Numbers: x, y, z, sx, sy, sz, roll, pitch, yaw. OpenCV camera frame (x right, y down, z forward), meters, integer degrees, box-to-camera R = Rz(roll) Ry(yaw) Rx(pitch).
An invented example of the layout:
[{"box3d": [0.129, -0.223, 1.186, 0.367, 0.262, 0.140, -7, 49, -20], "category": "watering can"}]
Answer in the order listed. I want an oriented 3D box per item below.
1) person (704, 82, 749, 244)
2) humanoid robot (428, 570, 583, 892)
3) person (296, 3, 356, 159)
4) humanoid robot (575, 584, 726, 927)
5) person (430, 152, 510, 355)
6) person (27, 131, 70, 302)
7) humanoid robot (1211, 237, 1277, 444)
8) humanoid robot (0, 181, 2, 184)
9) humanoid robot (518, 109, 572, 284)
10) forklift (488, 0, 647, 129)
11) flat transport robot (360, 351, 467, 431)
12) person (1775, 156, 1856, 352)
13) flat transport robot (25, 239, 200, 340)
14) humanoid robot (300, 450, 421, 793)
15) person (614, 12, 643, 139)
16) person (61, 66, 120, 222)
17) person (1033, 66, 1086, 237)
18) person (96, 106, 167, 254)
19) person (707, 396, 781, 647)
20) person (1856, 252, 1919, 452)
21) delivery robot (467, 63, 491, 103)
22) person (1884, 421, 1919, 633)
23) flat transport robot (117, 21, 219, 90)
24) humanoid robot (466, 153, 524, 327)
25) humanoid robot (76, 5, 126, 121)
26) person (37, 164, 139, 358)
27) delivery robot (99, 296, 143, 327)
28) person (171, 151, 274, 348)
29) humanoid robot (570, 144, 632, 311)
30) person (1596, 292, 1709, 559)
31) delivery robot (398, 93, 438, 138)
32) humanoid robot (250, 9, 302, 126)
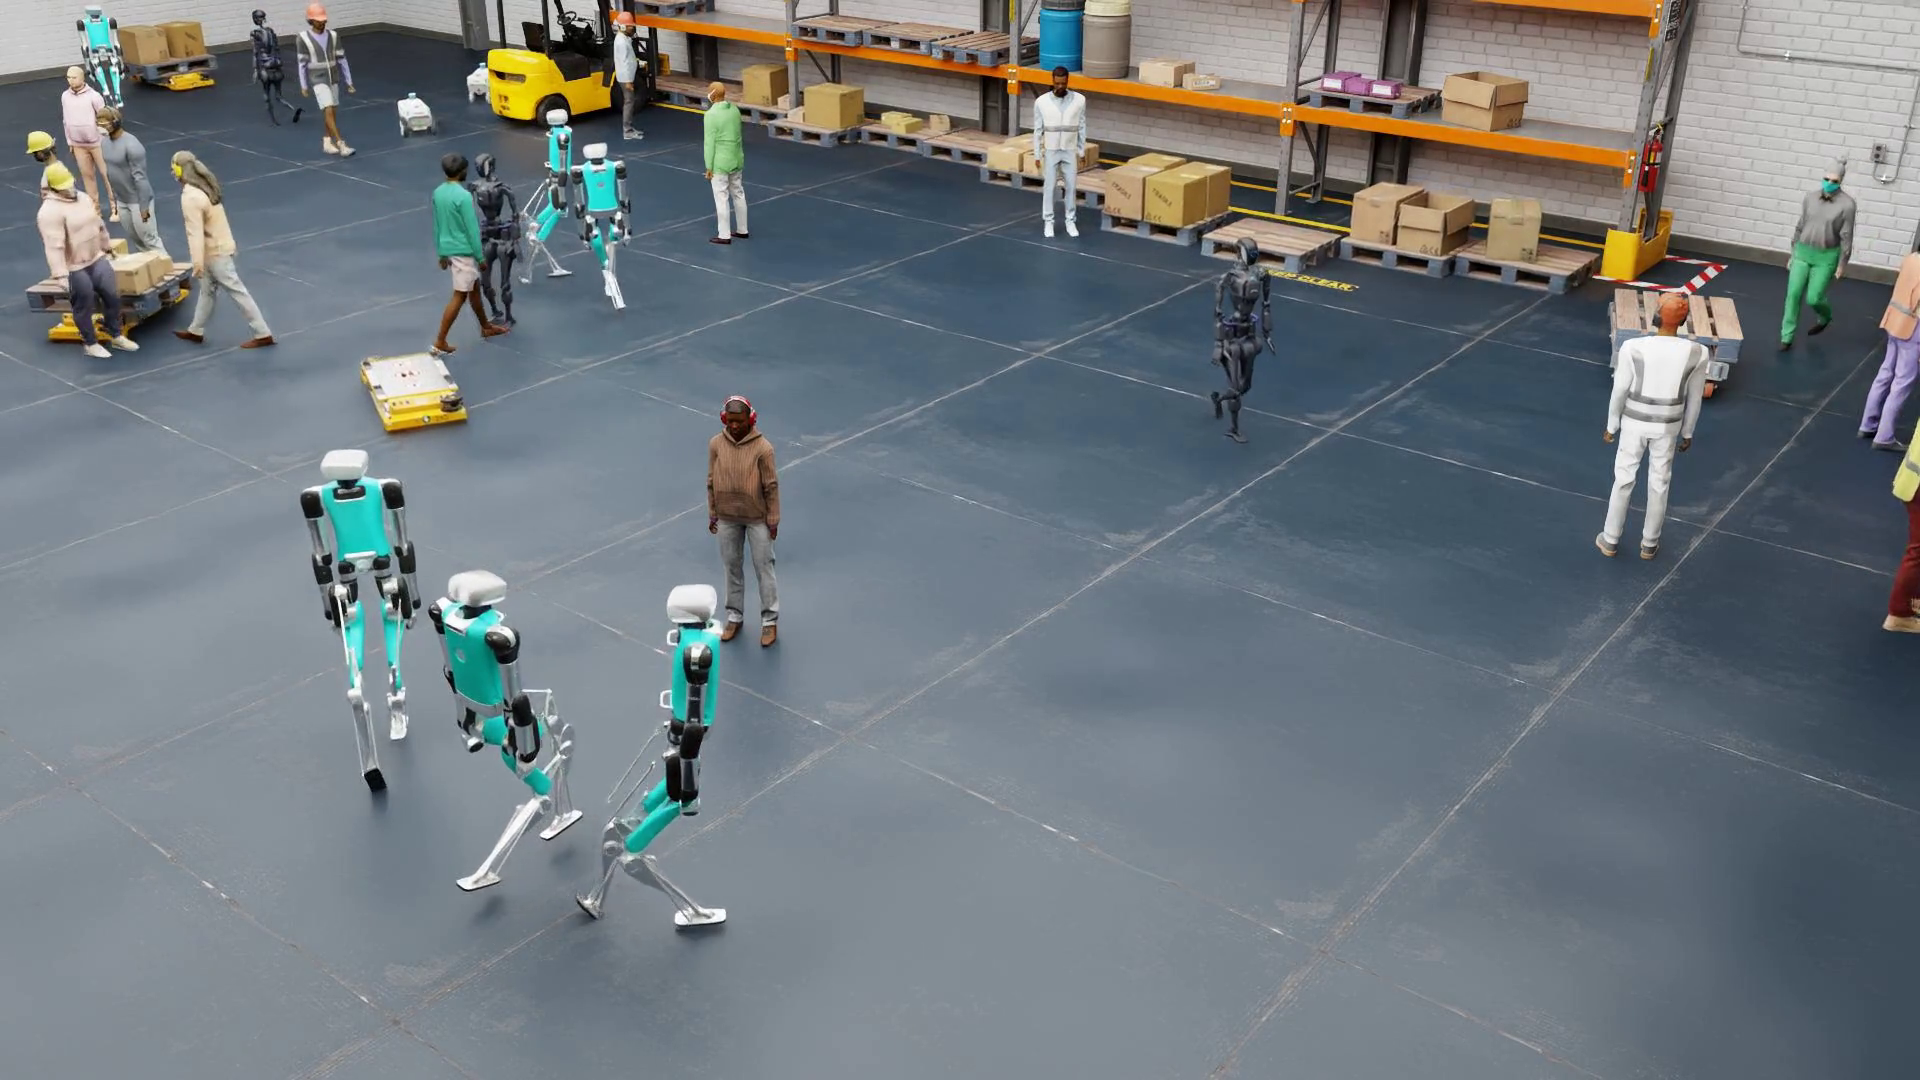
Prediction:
[{"box3d": [-2.622, -4.199, 18.542, 0.388, 1.776, 0.539, 18, 31, 32], "category": "person"}, {"box3d": [-2.120, 0.868, 8.096, 0.560, 1.732, 1.030, 17, 31, 32], "category": "humanoid robot"}, {"box3d": [-8.416, -6.129, 22.270, 0.982, 2.000, 0.637, 19, 32, 34], "category": "person"}, {"box3d": [-1.509, 1.081, 7.713, 0.910, 1.826, 0.570, -4, 26, -8], "category": "humanoid robot"}, {"box3d": [-4.609, -2.625, 15.251, 0.506, 1.805, 0.912, 22, 33, 38], "category": "person"}, {"box3d": [-8.826, -3.136, 16.352, 0.324, 1.760, 0.523, -12, 28, -23], "category": "person"}, {"box3d": [2.213, -1.655, 13.389, 0.602, 1.636, 0.635, -13, 29, -25], "category": "humanoid robot"}, {"box3d": [-12.563, -5.261, 20.856, 0.554, 1.634, 0.583, -13, 29, -24], "category": "humanoid robot"}, {"box3d": [-4.356, -3.473, 17.173, 0.826, 1.872, 0.549, -9, 27, -18], "category": "humanoid robot"}, {"box3d": [-5.874, -7.334, 24.552, 1.214, 2.155, 2.313, 19, 32, 34], "category": "forklift"}, {"box3d": [-4.703, -1.297, 14.255, 0.659, 0.231, 1.431, -12, 28, -23], "category": "flat transport robot"}, {"box3d": [7.884, -2.626, 15.220, 0.598, 1.825, 0.526, -19, 32, -34], "category": "person"}, {"box3d": [-8.222, -2.269, 16.270, 0.659, 0.231, 1.431, 2, 26, 4], "category": "flat transport robot"}, {"box3d": [-3.179, 0.481, 8.908, 0.547, 1.759, 0.988, -6, 26, -12], "category": "humanoid robot"}, {"box3d": [-4.669, -6.538, 23.420, 0.351, 1.737, 0.571, -5, 26, -9], "category": "person"}, {"box3d": [-10.120, -4.606, 19.366, 0.520, 1.784, 0.401, 0, 26, 0], "category": "person"}, {"box3d": [1.119, -4.383, 18.771, 0.597, 1.906, 0.408, -3, 26, -7], "category": "person"}, {"box3d": [-8.287, -3.381, 16.673, 0.621, 1.932, 0.371, 17, 30, 31], "category": "person"}, {"box3d": [-1.321, -0.131, 10.259, 0.462, 1.648, 0.327, 6, 26, 12], "category": "person"}, {"box3d": [7.460, -1.596, 13.072, 0.378, 1.838, 0.564, 0, 26, 0], "category": "person"}, {"box3d": [-7.452, -7.179, 26.132, 0.499, 0.614, 0.817, 2, 26, 4], "category": "delivery robot"}, {"box3d": [6.085, -0.251, 10.378, 0.484, 1.760, 0.483, 13, 29, 25], "category": "person"}, {"box3d": [-12.957, -7.596, 27.302, 1.431, 0.231, 0.659, 18, 31, 33], "category": "flat transport robot"}, {"box3d": [-4.423, -2.857, 15.865, 0.601, 1.655, 0.332, 9, 27, 17], "category": "humanoid robot"}, {"box3d": [-12.228, -6.731, 23.862, 0.539, 1.761, 1.022, -15, 30, -28], "category": "humanoid robot"}, {"box3d": [-7.885, -2.495, 14.946, 0.514, 1.827, 0.827, 9, 27, 17], "category": "person"}, {"box3d": [-8.246, -2.359, 16.135, 0.499, 0.601, 0.796, -21, 33, -36], "category": "delivery robot"}, {"box3d": [-6.931, -2.649, 15.287, 0.989, 1.816, 0.637, -3, 26, -7], "category": "person"}, {"box3d": [-3.504, -3.085, 16.297, 0.538, 1.718, 1.048, -8, 27, -15], "category": "humanoid robot"}, {"box3d": [4.689, -0.764, 11.296, 0.579, 1.884, 0.352, 6, 26, 12], "category": "person"}, {"box3d": [-7.815, -6.084, 23.863, 0.499, 0.614, 0.812, -12, 28, -24], "category": "delivery robot"}, {"box3d": [-9.978, -6.838, 24.131, 0.538, 1.641, 0.612, 8, 27, 15], "category": "humanoid robot"}]
